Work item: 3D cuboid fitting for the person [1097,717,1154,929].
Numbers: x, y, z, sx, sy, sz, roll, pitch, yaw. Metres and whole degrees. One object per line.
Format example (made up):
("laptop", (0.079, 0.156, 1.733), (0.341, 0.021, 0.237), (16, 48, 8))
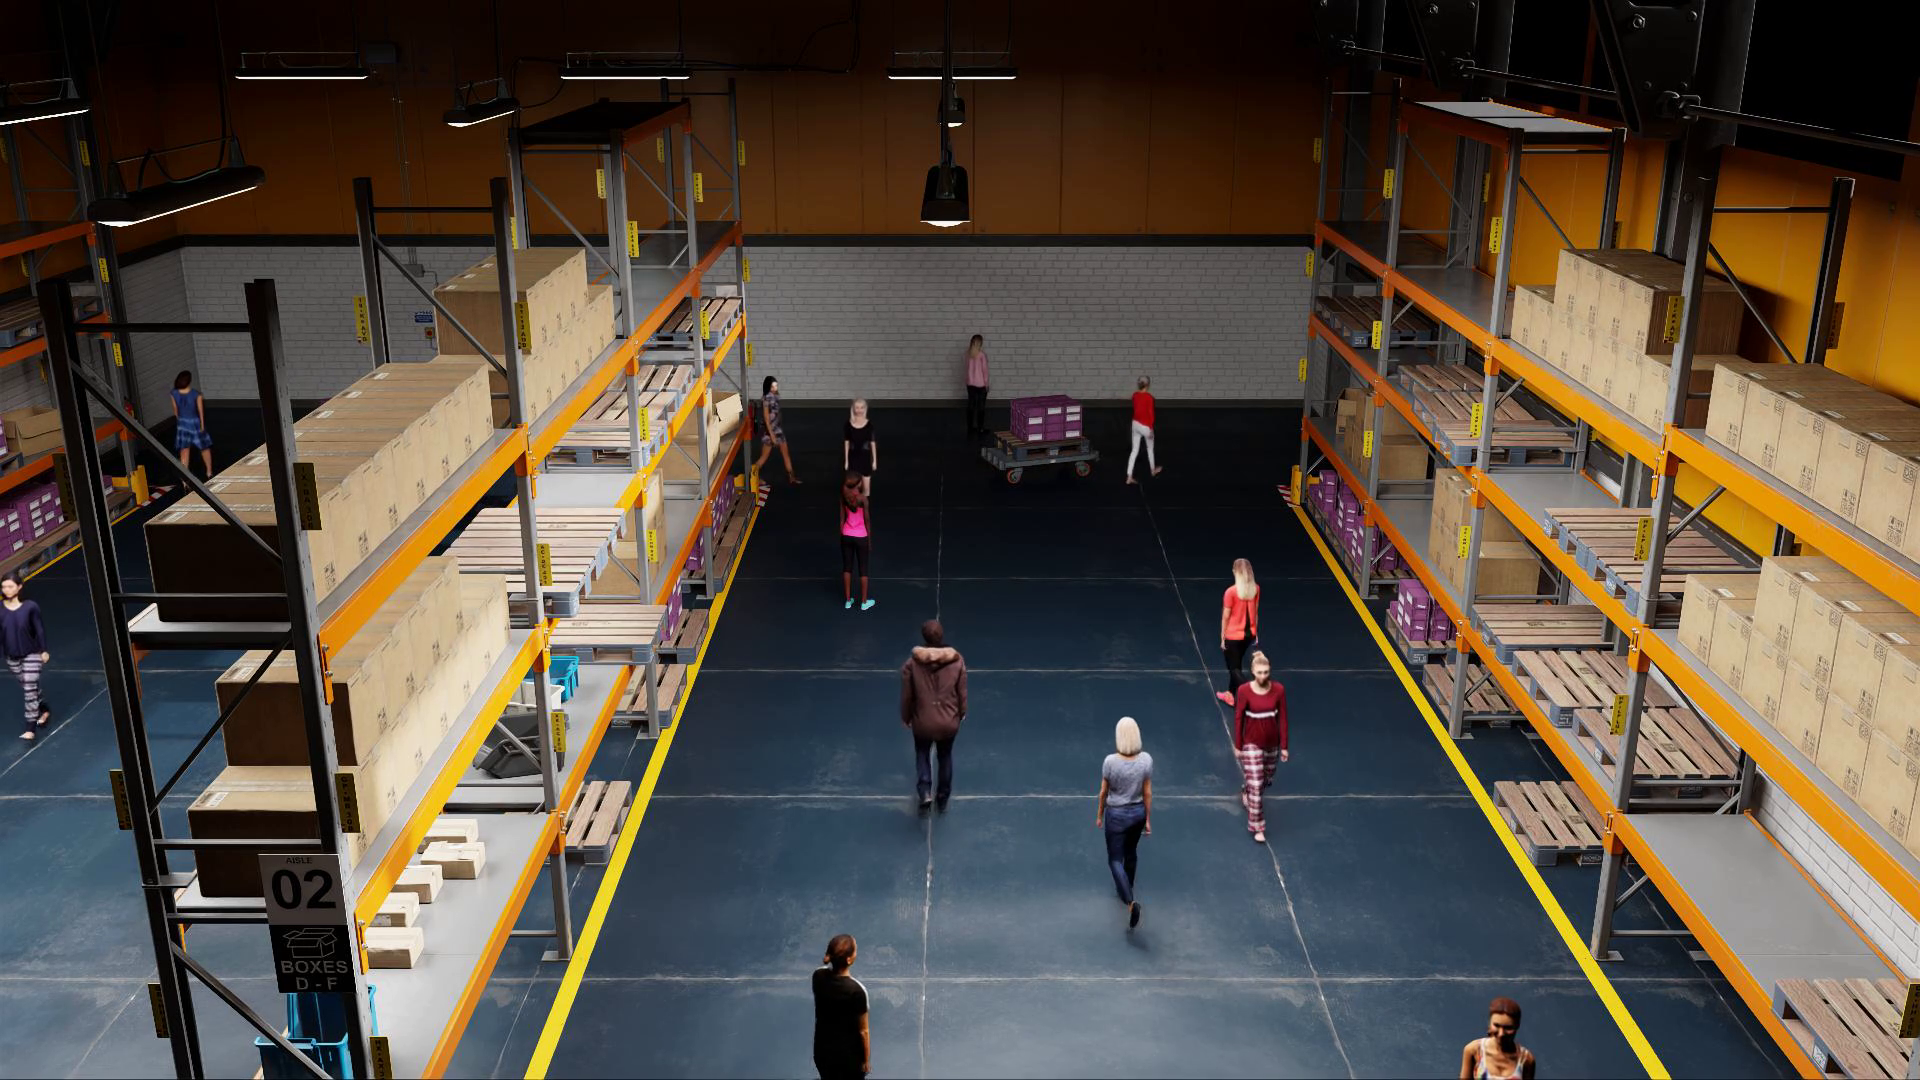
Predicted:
("person", (1.350, 2.266, 13.322), (0.695, 1.701, 1.040), (-3, 19, -9))

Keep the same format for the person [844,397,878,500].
("person", (-1.385, -1.096, 23.133), (0.637, 1.810, 0.988), (-2, 19, -5))

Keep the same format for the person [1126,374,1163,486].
("person", (2.671, -1.605, 24.914), (1.036, 1.637, 1.206), (14, 23, 36))

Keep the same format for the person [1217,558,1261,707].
("person", (2.914, 1.036, 17.030), (0.958, 1.665, 1.169), (-11, 21, -29))

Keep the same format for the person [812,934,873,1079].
("person", (-0.807, 3.251, 10.468), (0.830, 1.655, 0.928), (12, 22, 32))

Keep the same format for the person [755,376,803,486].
("person", (-2.890, -1.592, 24.793), (1.011, 1.692, 1.084), (9, 21, 24))

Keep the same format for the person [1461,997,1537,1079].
("person", (3.089, 3.441, 9.691), (0.626, 1.791, 0.630), (6, 19, 16))

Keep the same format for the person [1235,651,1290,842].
("person", (2.659, 1.785, 14.792), (0.708, 1.673, 0.995), (-3, 19, -8))

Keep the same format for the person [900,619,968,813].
("person", (-0.224, 1.644, 14.970), (0.777, 1.828, 0.750), (-1, 19, -2))

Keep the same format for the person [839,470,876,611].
("person", (-1.272, -0.008, 20.036), (0.637, 1.726, 0.652), (7, 20, 20))

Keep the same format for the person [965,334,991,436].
("person", (0.275, -2.611, 27.825), (0.688, 1.687, 0.731), (15, 24, 37))

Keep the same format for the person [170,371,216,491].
("person", (-11.440, -1.583, 24.661), (0.768, 1.758, 1.198), (-3, 19, -9))

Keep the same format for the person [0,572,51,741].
("person", (-9.402, 1.123, 16.730), (0.673, 1.692, 1.054), (-2, 19, -5))
